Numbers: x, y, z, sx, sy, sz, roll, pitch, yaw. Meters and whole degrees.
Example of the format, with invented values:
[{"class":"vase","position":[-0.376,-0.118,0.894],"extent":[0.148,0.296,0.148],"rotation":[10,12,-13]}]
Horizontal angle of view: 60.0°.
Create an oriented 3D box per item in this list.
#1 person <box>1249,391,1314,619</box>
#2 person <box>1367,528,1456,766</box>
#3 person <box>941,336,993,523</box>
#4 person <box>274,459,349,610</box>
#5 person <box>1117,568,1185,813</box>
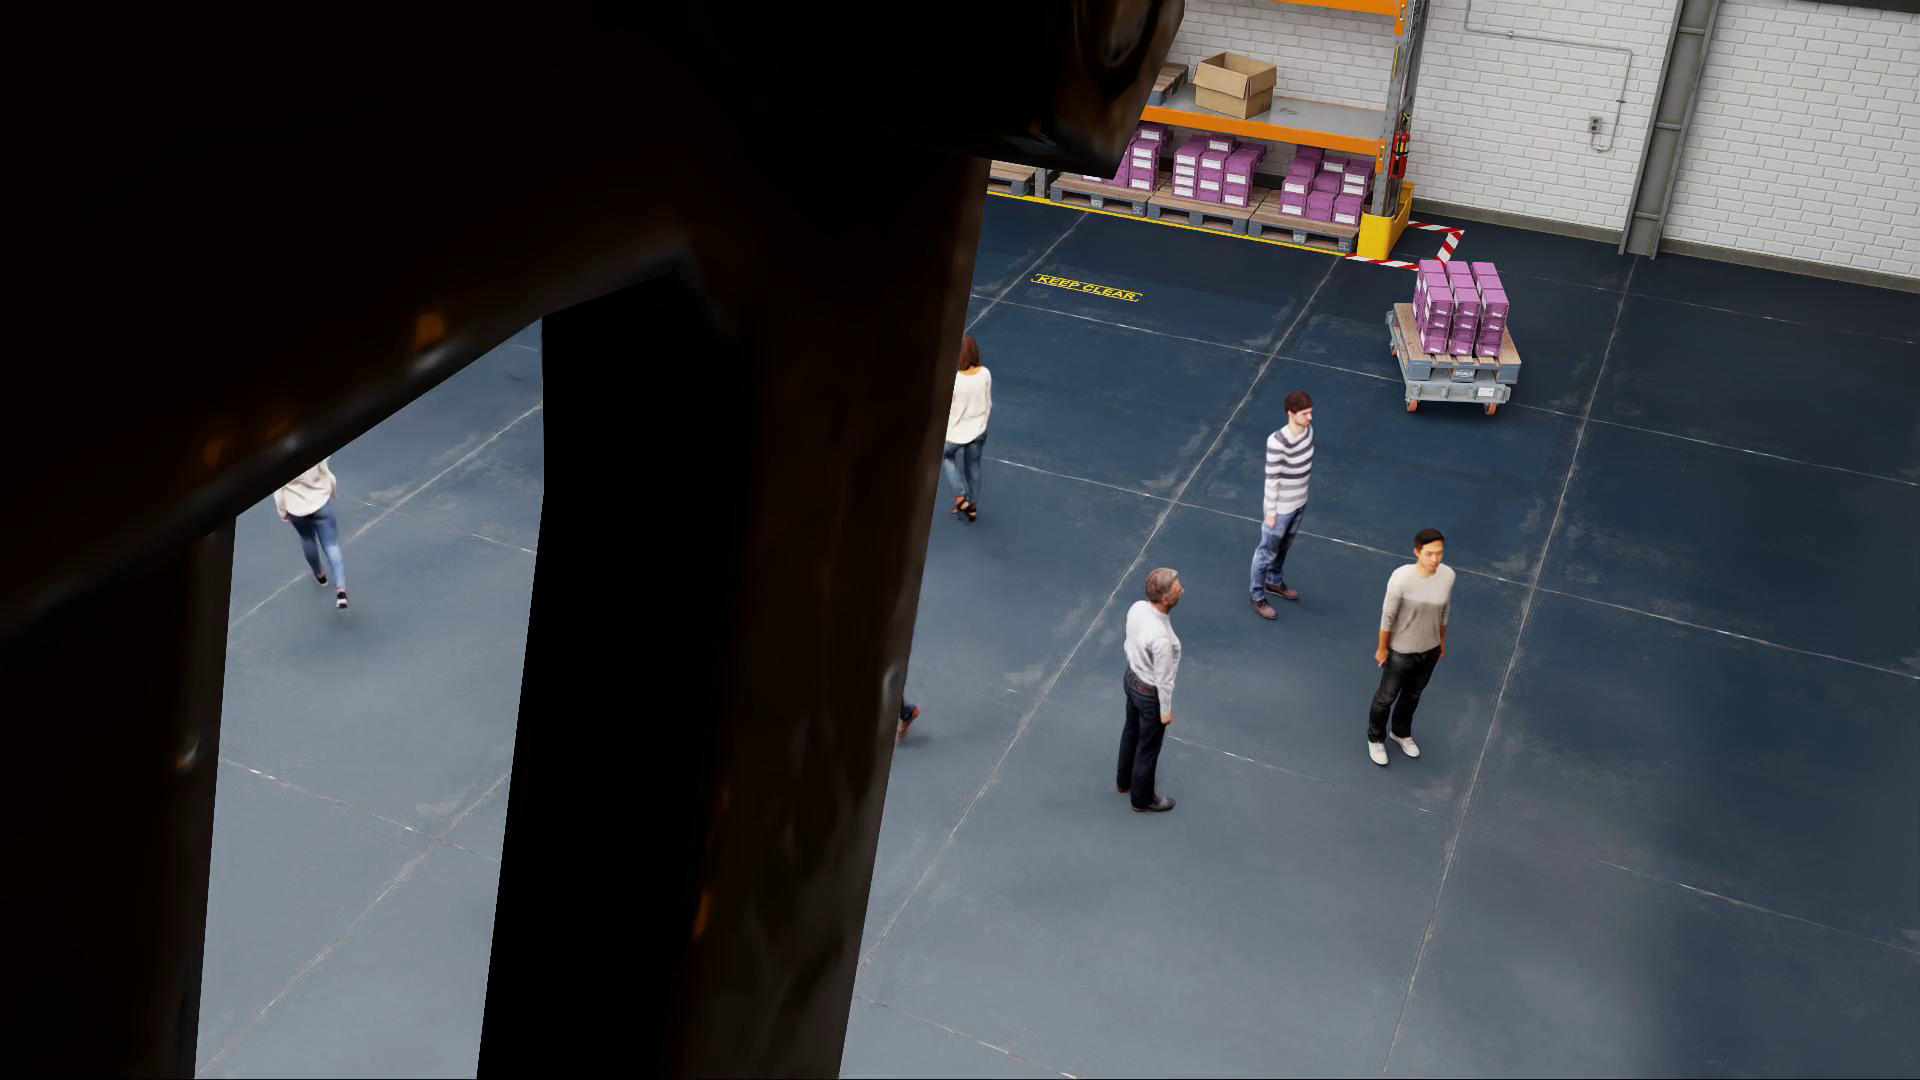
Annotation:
[{"class":"person","position":[2.442,-0.303,12.547],"extent":[0.649,1.854,0.711],"rotation":[28,43,35]},{"class":"person","position":[3.005,0.686,11.098],"extent":[0.712,1.812,0.788],"rotation":[-9,35,-14]},{"class":"person","position":[0.073,-0.854,13.543],"extent":[0.740,1.669,0.787],"rotation":[-14,36,-20]},{"class":"person","position":[-4.904,-0.224,12.601],"extent":[1.038,1.663,1.135],"rotation":[-14,36,-20]},{"class":"person","position":[1.216,0.946,10.702],"extent":[0.784,1.817,0.728],"rotation":[-11,35,-16]}]
